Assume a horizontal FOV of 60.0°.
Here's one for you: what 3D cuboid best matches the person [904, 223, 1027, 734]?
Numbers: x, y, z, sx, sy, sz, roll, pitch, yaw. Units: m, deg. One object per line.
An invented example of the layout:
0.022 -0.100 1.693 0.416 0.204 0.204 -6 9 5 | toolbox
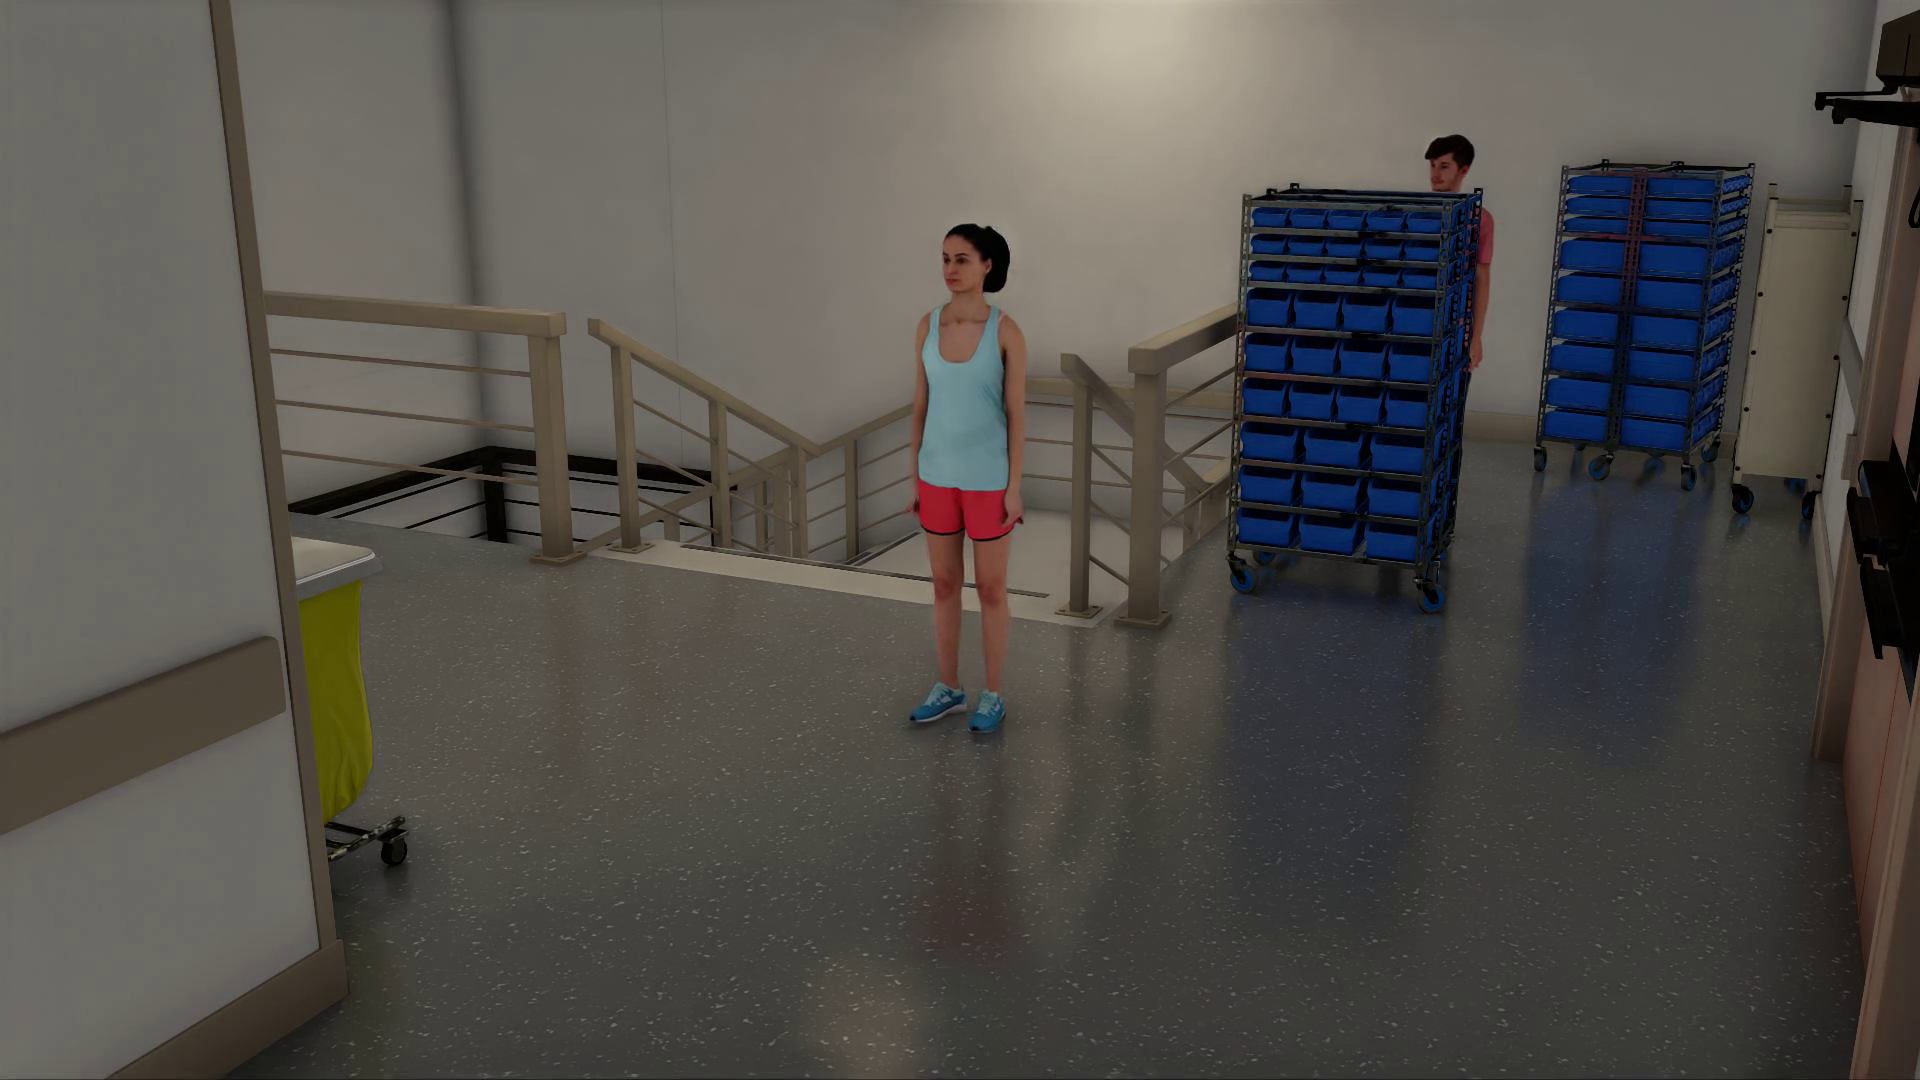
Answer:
0.031 -0.195 5.707 0.582 1.762 0.523 8 18 26 | person
